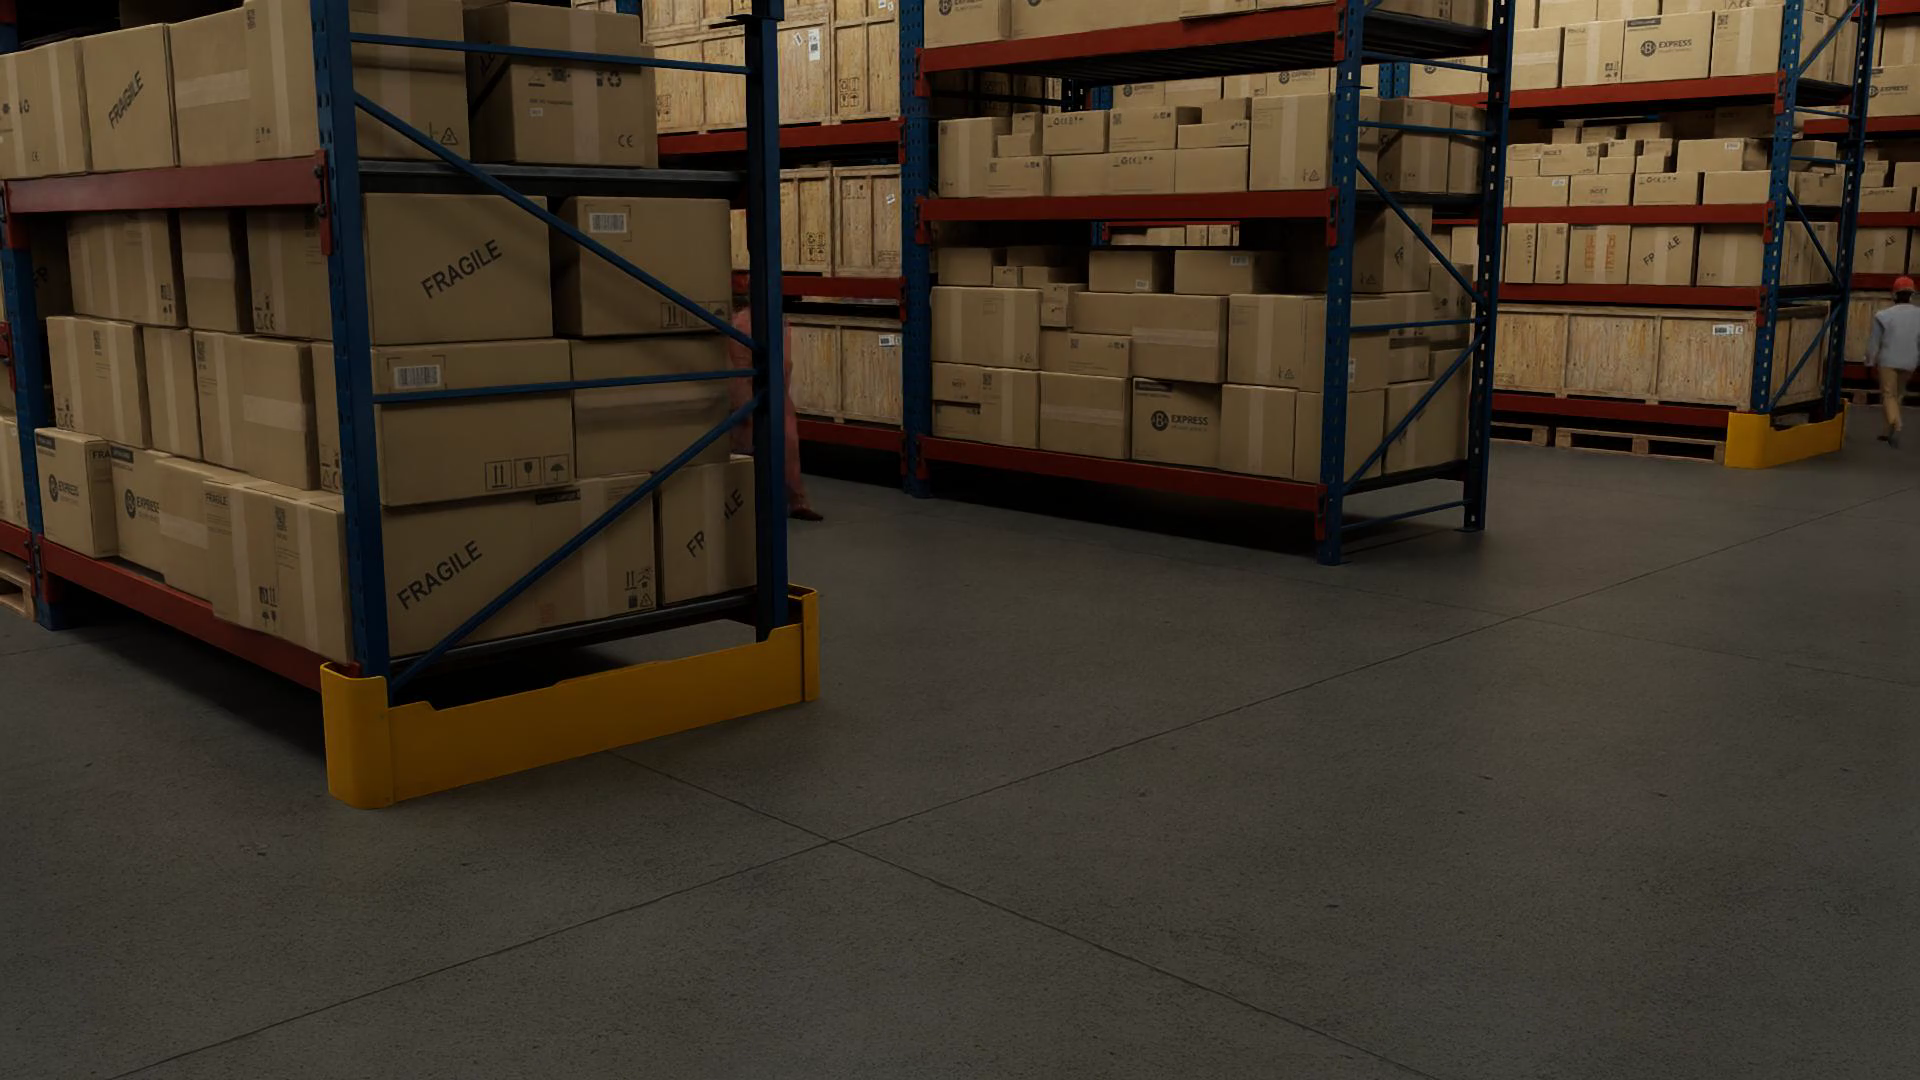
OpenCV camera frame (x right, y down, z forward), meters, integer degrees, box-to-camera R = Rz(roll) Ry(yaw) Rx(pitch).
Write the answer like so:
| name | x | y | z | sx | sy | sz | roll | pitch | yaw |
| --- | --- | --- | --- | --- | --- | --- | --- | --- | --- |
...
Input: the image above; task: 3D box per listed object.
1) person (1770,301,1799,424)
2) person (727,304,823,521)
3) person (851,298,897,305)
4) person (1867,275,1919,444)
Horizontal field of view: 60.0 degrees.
| name | x | y | z | sx | sy | sz | roll | pitch | yaw |
| --- | --- | --- | --- | --- | --- | --- | --- | --- | --- |
| person | 8.798 | -2.067 | 18.010 | 0.621 | 1.824 | 0.442 | -9 | 14 | -40 |
| person | -1.521 | -1.083 | 12.542 | 0.968 | 1.867 | 0.660 | 7 | 13 | 34 |
| person | -1.098 | -2.592 | 20.951 | 0.641 | 1.802 | 0.505 | -1 | 10 | -8 |
| person | 9.575 | -1.827 | 16.965 | 0.571 | 1.728 | 0.718 | 1 | 10 | 7 |
